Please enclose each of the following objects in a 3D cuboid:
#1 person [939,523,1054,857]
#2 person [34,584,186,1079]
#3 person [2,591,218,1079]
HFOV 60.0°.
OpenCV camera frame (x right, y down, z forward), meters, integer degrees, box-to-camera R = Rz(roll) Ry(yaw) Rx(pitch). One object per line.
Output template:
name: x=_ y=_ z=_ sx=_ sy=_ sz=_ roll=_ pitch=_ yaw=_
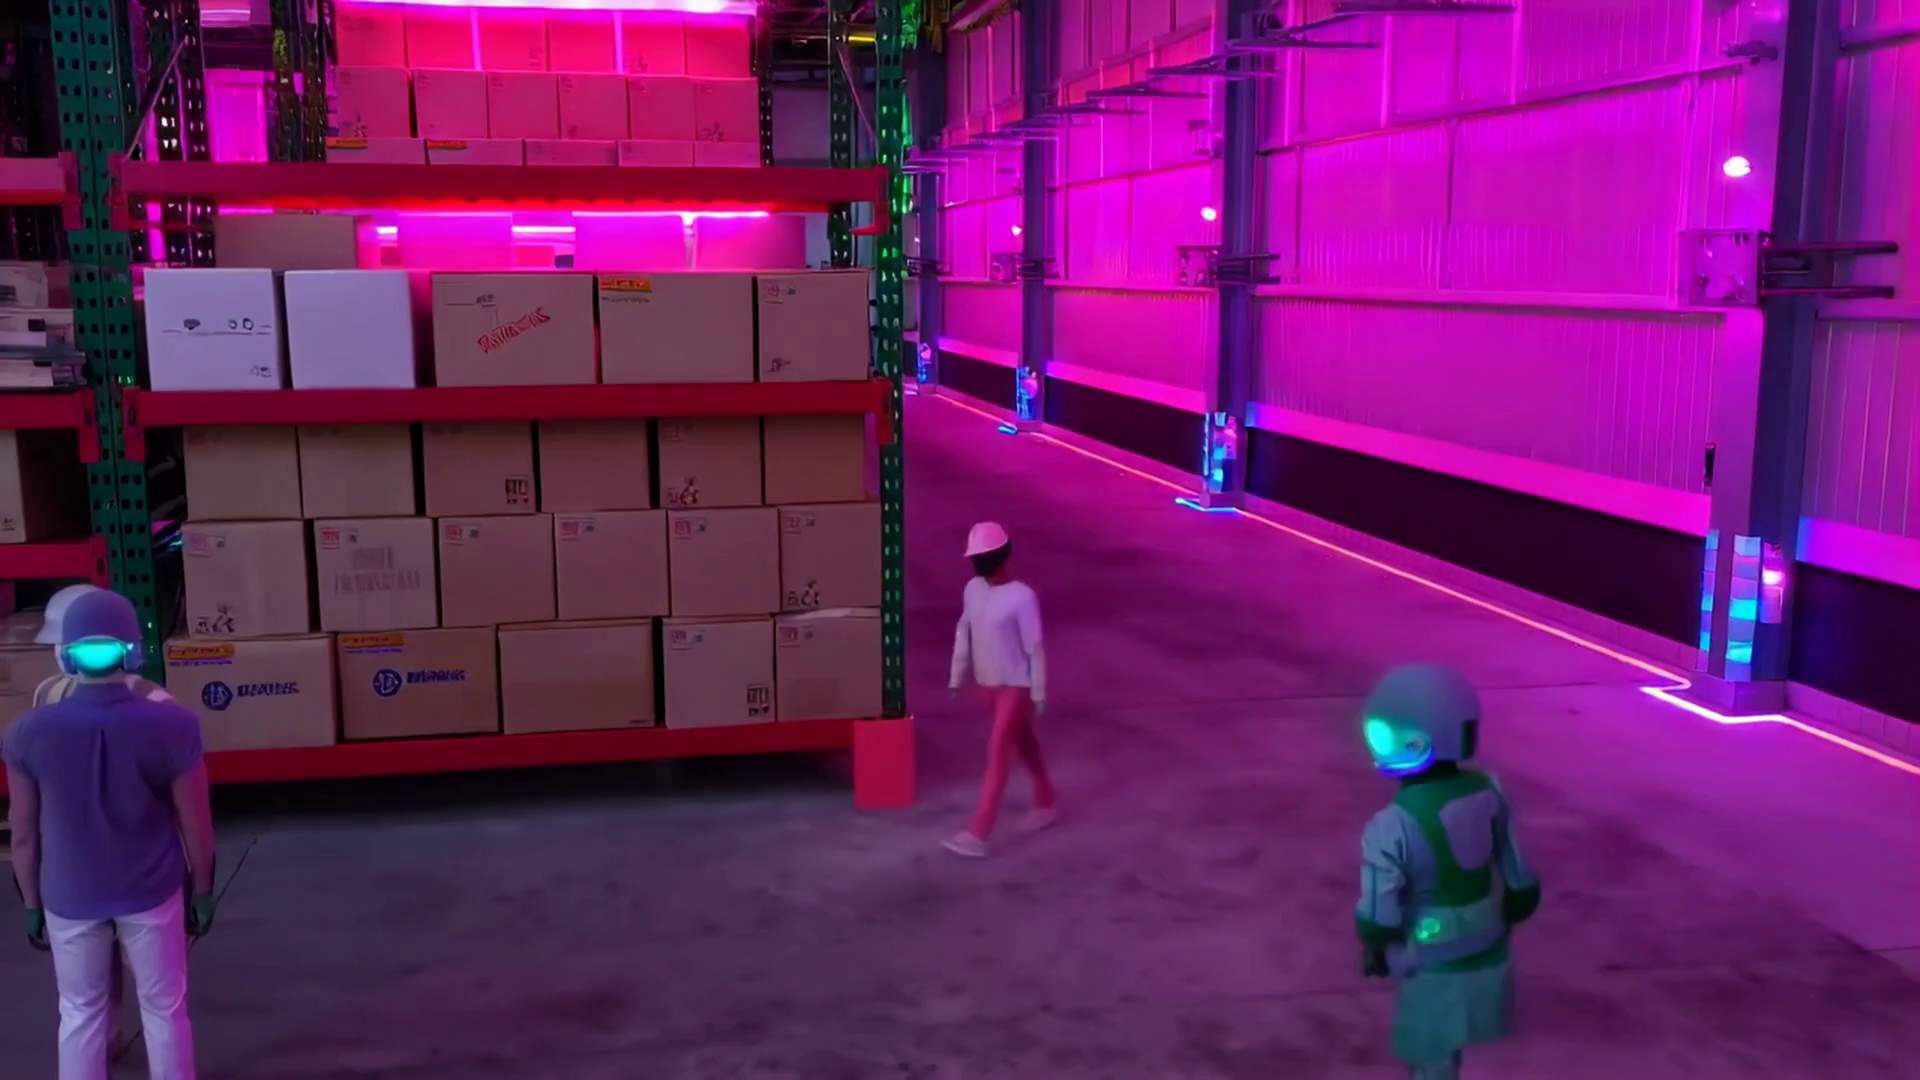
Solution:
person: x=0.193 y=0.761 z=8.737 sx=0.914 sy=1.706 sz=0.518 roll=-7 pitch=12 yaw=-38
person: x=-3.005 y=1.109 z=5.869 sx=0.602 sy=1.949 sz=0.392 roll=3 pitch=10 yaw=16
person: x=-2.789 y=1.152 z=5.520 sx=0.608 sy=1.987 sz=0.402 roll=-3 pitch=10 yaw=-20
